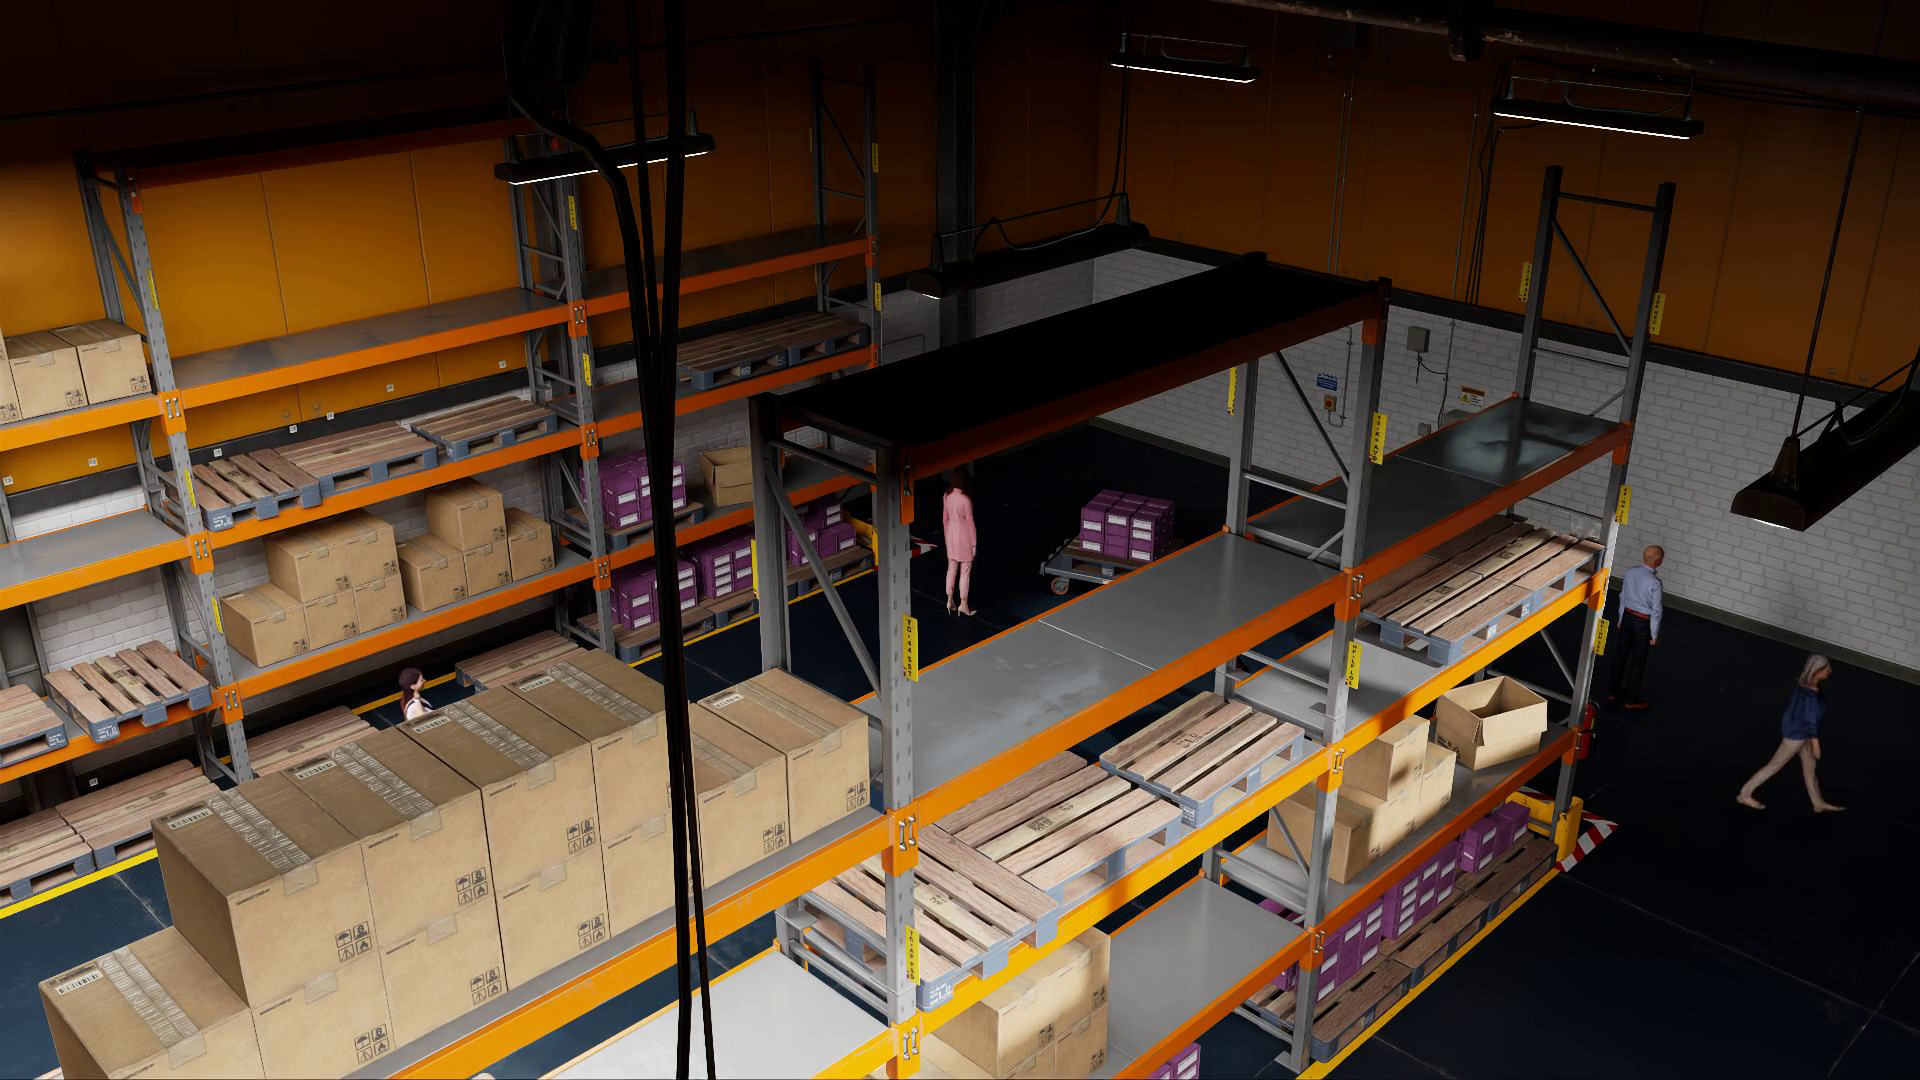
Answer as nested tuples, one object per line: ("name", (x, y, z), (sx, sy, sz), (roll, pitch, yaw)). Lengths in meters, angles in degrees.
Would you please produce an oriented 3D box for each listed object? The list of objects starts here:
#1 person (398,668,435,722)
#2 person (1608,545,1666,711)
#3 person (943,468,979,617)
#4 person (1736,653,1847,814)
("person", (-4.856, 1.892, 14.986), (0.547, 1.648, 0.579), (-17, 29, -33))
("person", (6.982, 0.881, 17.125), (0.649, 1.789, 0.703), (-12, 26, -26))
("person", (-0.011, 0.026, 19.064), (0.630, 1.803, 0.535), (19, 30, 36))
("person", (7.559, 1.798, 15.209), (0.974, 1.642, 1.167), (10, 25, 21))
